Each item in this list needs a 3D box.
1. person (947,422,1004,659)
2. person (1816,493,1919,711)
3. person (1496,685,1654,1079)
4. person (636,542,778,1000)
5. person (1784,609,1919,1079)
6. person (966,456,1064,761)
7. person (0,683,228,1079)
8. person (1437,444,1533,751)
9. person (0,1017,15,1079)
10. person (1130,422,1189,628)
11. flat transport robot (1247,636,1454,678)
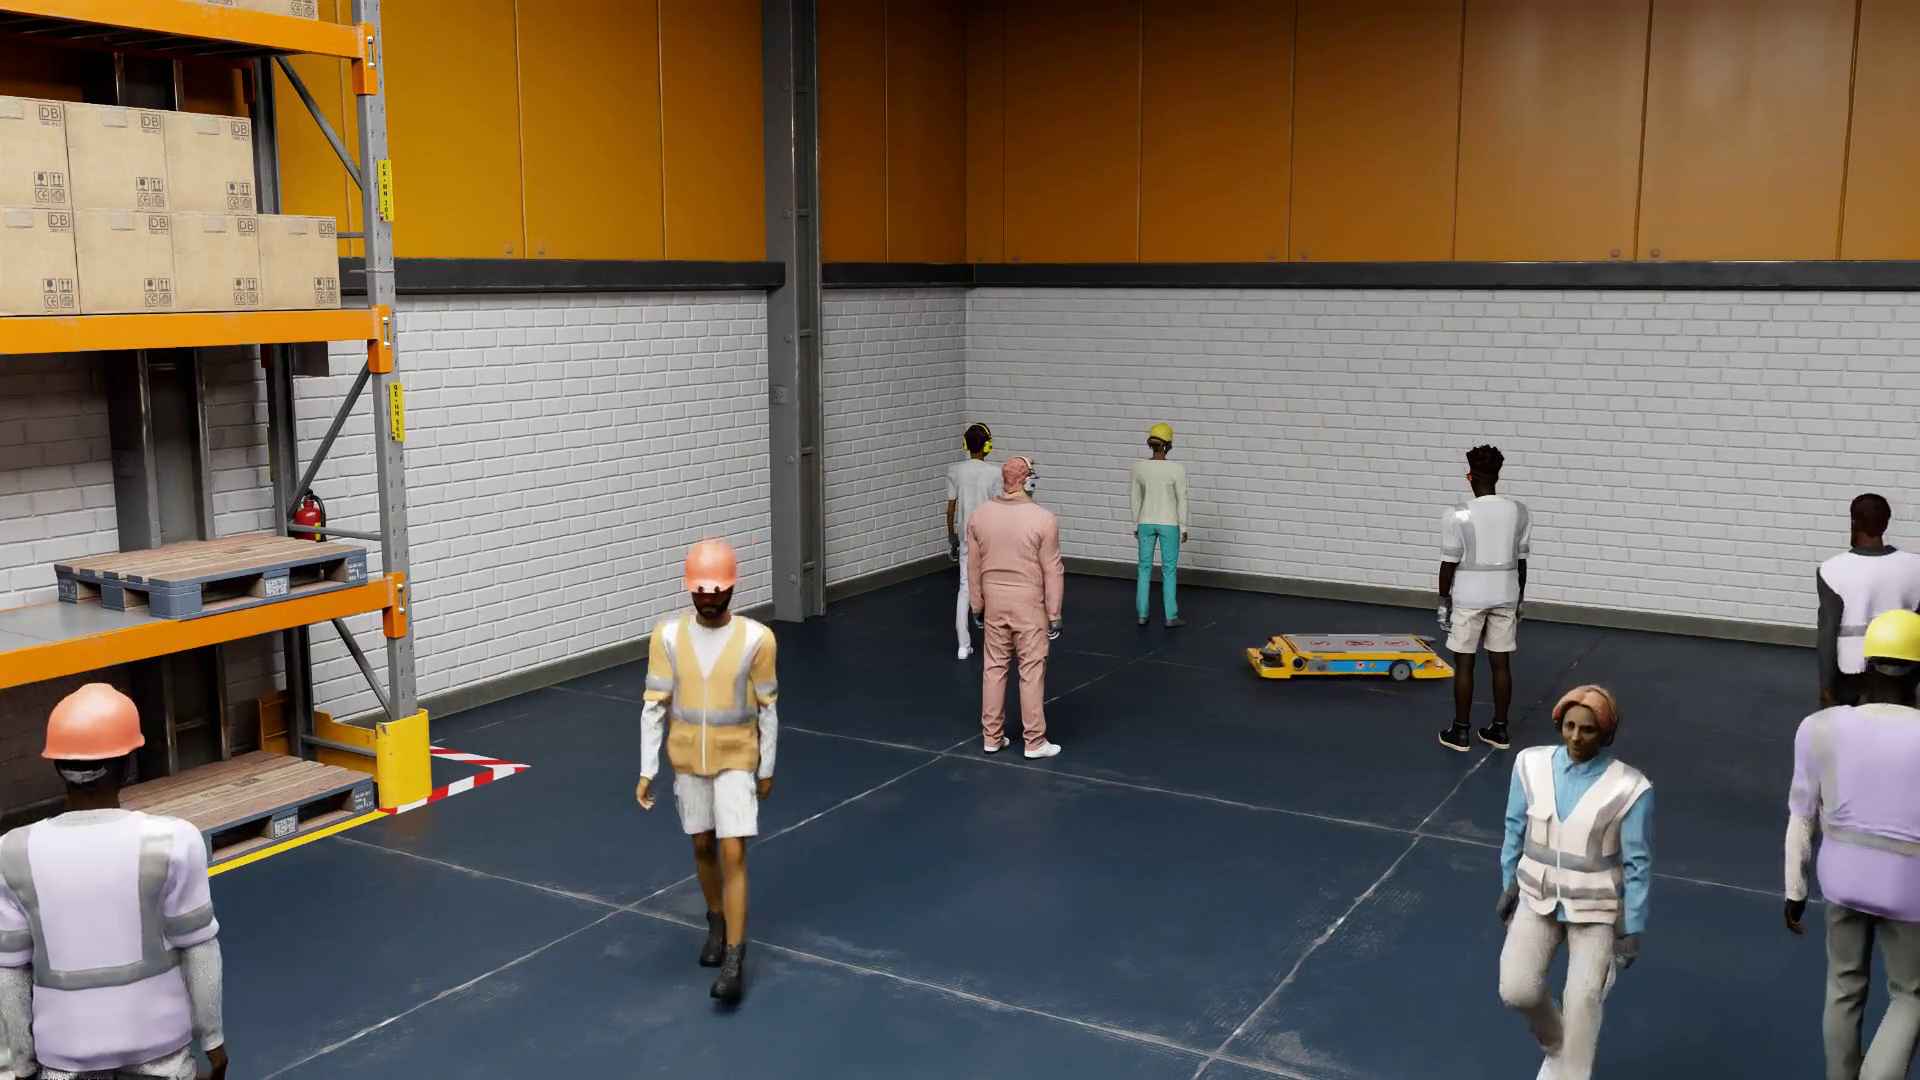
[{"bbox_3d":[0.142,0.015,13.058,0.515,1.873,0.329,4,10,21],"label":"person"},{"bbox_3d":[4.845,0.693,8.869,0.573,1.883,0.977,1,9,9],"label":"person"},{"bbox_3d":[2.146,1.292,5.812,0.540,1.624,0.421,9,13,43],"label":"person"},{"bbox_3d":[-1.073,0.968,7.023,0.556,1.904,0.838,1,9,5],"label":"person"},{"bbox_3d":[3.116,1.182,5.650,0.600,1.903,0.656,7,12,39],"label":"person"},{"bbox_3d":[0.367,0.421,10.417,0.655,1.905,0.407,5,11,30],"label":"person"},{"bbox_3d":[-2.305,1.346,4.556,0.556,1.935,0.369,-2,9,-15],"label":"person"},{"bbox_3d":[3.319,0.371,10.582,0.599,1.958,0.372,-1,9,-6],"label":"person"},{"bbox_3d":[-3.671,1.309,5.797,0.520,1.591,0.818,5,10,27],"label":"person"},{"bbox_3d":[1.711,-0.124,14.251,0.523,1.769,0.310,5,10,27],"label":"person"},{"bbox_3d":[2.953,0.879,12.643,1.431,0.197,0.652,0,9,0],"label":"flat transport robot"}]
